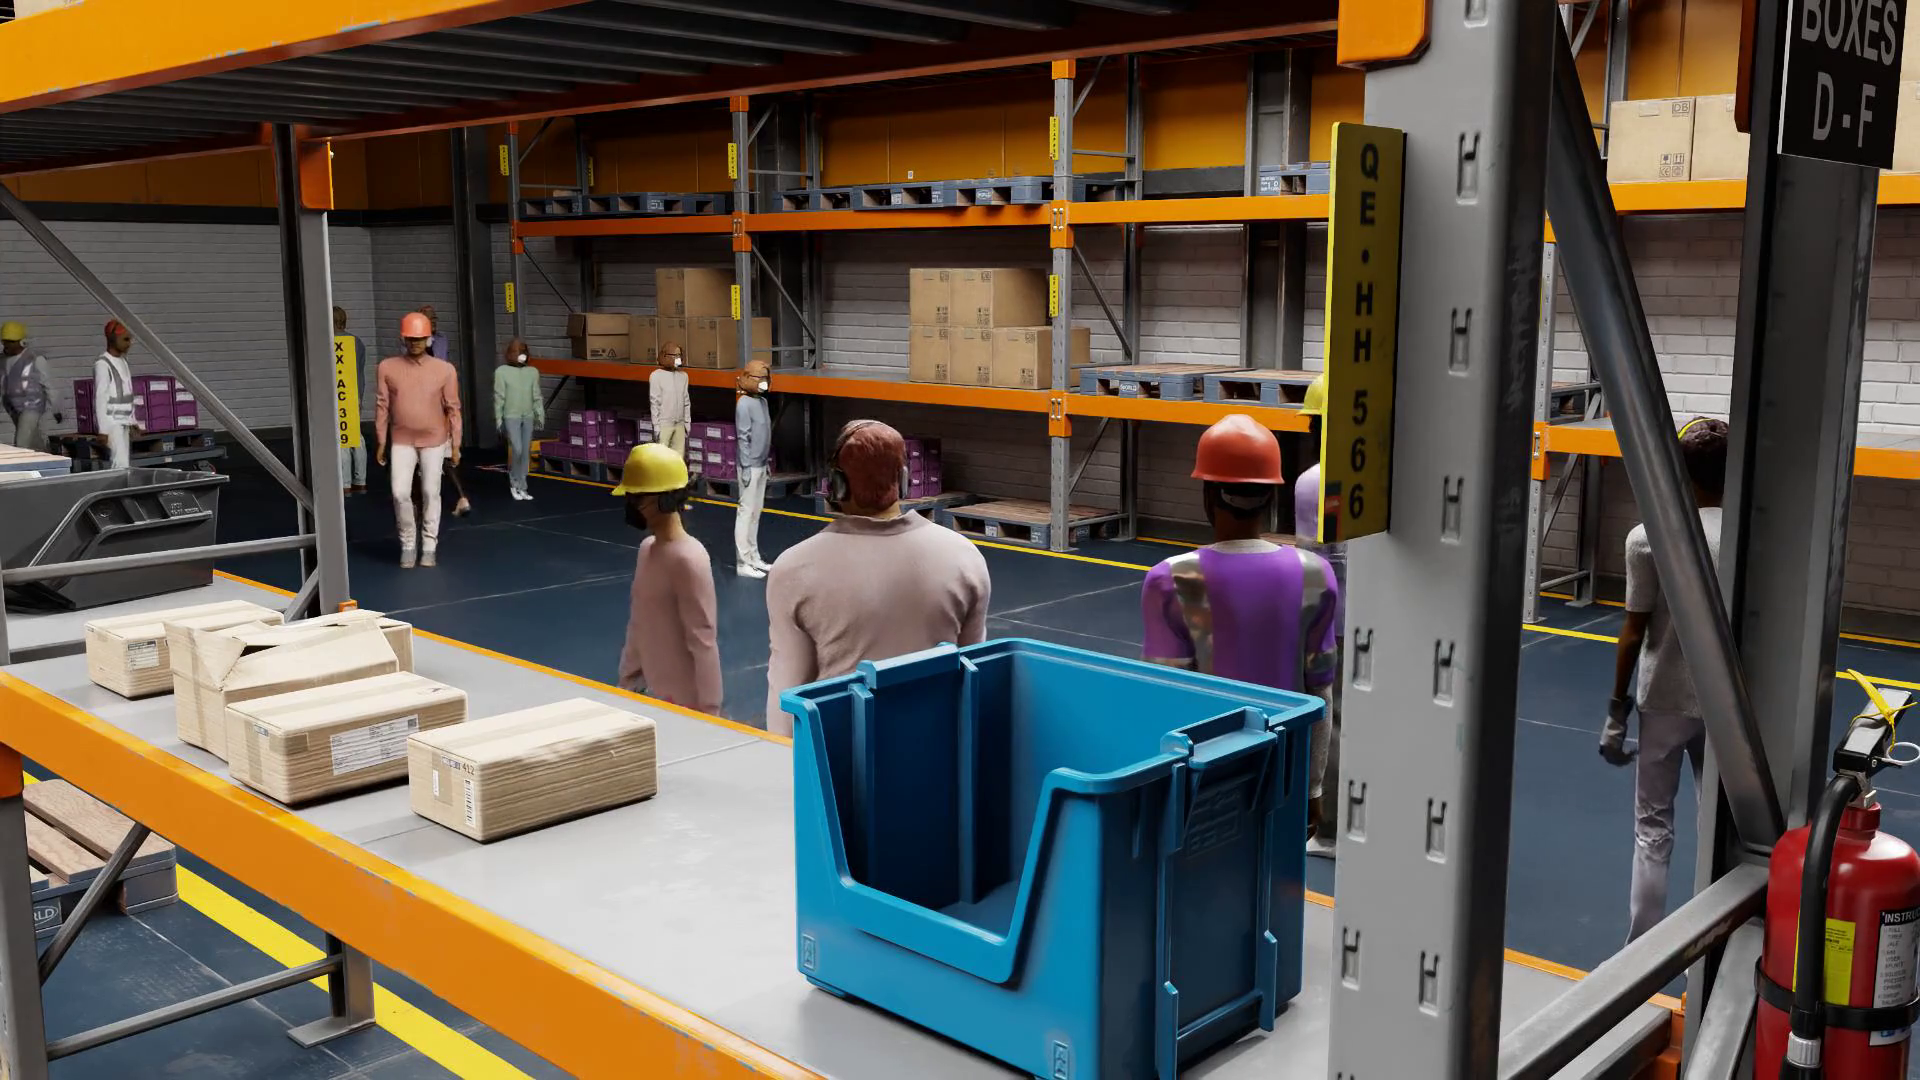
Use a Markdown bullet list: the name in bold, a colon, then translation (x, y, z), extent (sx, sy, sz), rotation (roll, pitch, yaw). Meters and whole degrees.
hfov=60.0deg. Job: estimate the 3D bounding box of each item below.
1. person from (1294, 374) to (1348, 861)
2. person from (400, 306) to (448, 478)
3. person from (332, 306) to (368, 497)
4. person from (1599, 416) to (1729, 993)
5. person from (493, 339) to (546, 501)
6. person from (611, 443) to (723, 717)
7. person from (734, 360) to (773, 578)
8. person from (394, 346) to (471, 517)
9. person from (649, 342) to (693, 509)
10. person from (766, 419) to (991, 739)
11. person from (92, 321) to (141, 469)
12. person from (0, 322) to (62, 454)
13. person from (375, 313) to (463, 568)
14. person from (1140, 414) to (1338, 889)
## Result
- **person**: translation (1.478, 0.301, 6.573), extent (0.596, 1.911, 0.440), rotation (-9, 13, -42)
- **person**: translation (-5.880, -1.641, 18.484), extent (0.409, 1.906, 0.651), rotation (5, 10, 27)
- **person**: translation (-6.297, -1.405, 16.934), extent (0.356, 1.938, 0.638), rotation (3, 10, 17)
- **person**: translation (2.285, 0.547, 5.221), extent (0.511, 1.861, 0.312), rotation (-1, 9, -4)
- **person**: translation (-4.358, -1.191, 16.569), extent (0.425, 1.618, 0.522), rotation (8, 12, 42)
- **person**: translation (-1.071, 0.543, 5.650), extent (0.846, 1.727, 0.538), rotation (-4, 10, -24)
- **person**: translation (-1.548, -0.542, 12.584), extent (0.286, 1.631, 0.502), rotation (2, 9, 13)
- **person**: translation (-4.926, -1.028, 15.488), extent (0.874, 1.657, 0.541), rotation (6, 11, 31)
- **person**: translation (-2.765, -1.079, 15.901), extent (0.277, 1.629, 0.496), rotation (7, 12, 36)
- **person**: translation (-0.238, 0.617, 4.637), extent (0.643, 1.909, 0.411), rotation (-4, 10, -22)
- **person**: translation (-7.693, -1.055, 15.138), extent (0.506, 1.846, 0.714), rotation (-2, 9, -11)
- **person**: translation (-9.696, -1.358, 17.175), extent (0.620, 1.769, 0.938), rotation (3, 10, 17)
- **person**: translation (-4.165, -0.753, 12.811), extent (0.655, 1.975, 0.567), rotation (-2, 10, -15)
- **person**: translation (0.717, 0.633, 4.446), extent (0.552, 1.936, 0.360), rotation (-3, 10, -15)
